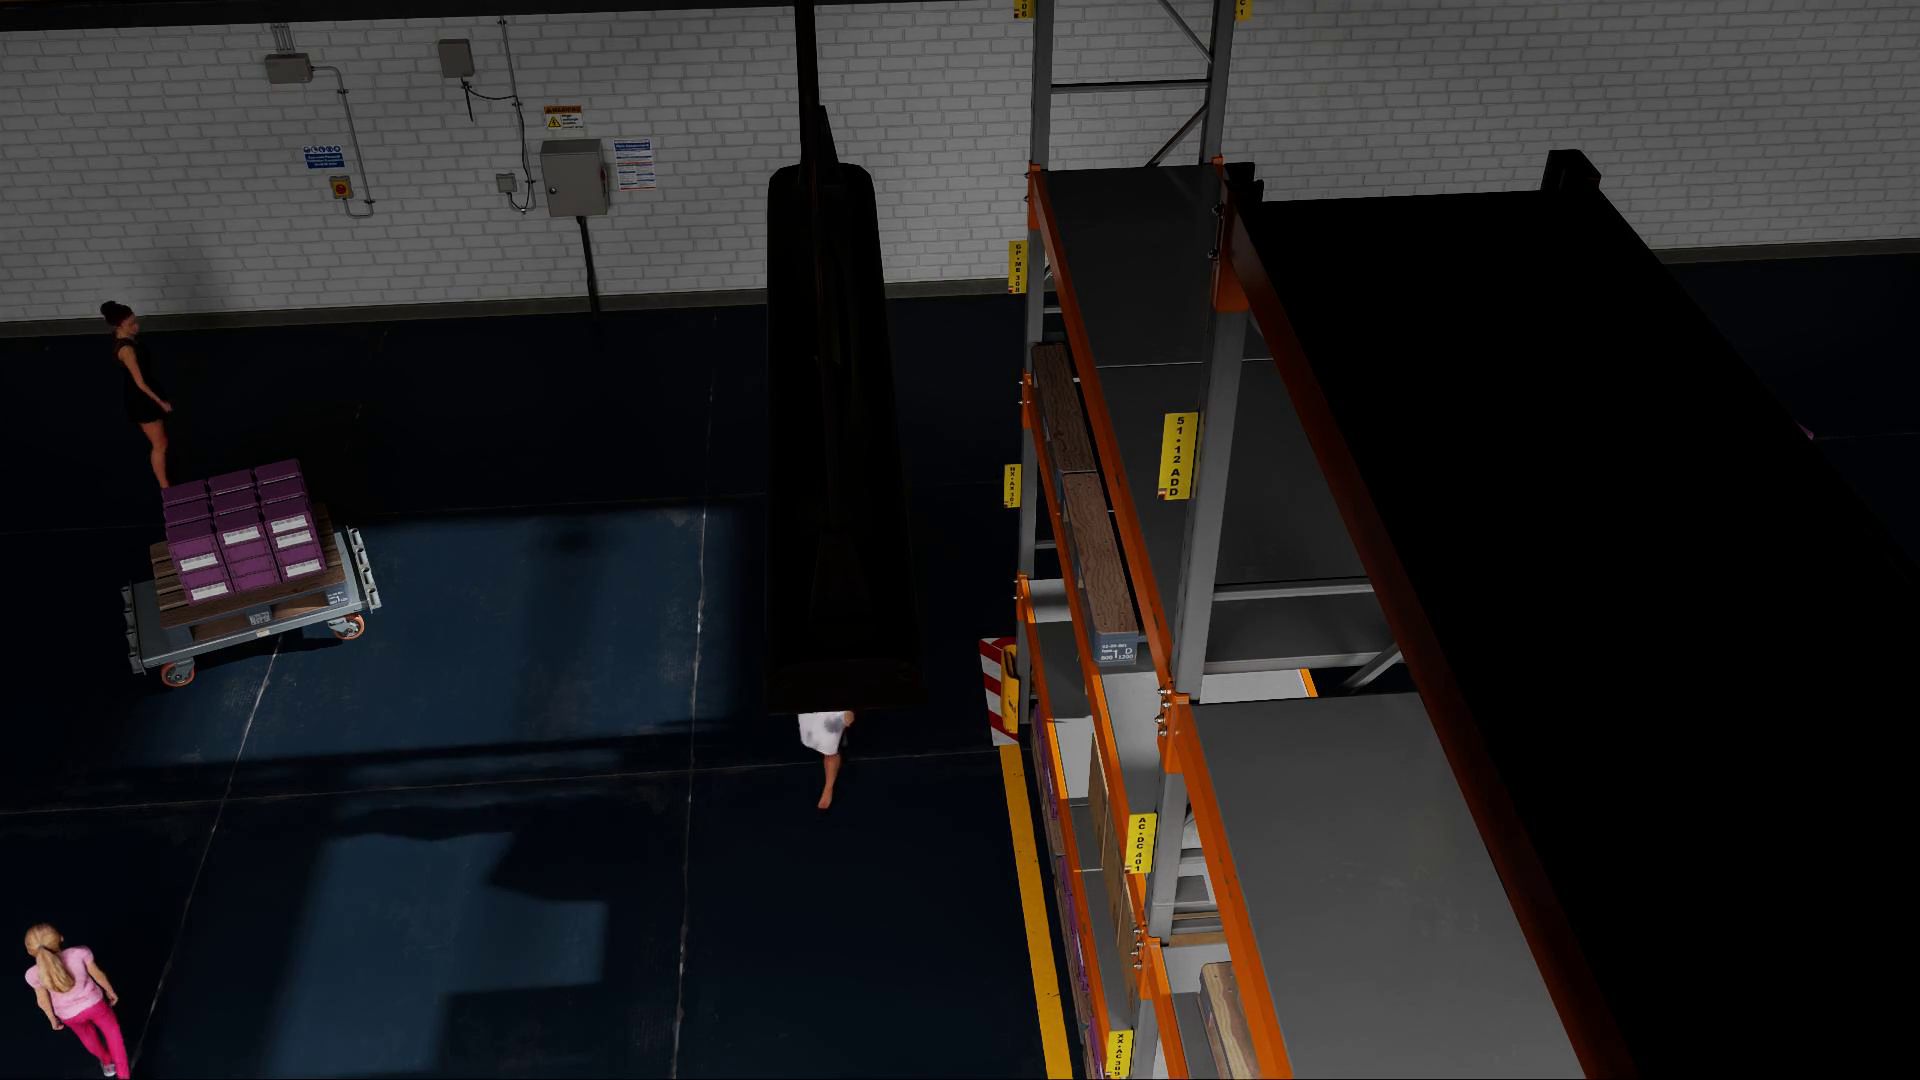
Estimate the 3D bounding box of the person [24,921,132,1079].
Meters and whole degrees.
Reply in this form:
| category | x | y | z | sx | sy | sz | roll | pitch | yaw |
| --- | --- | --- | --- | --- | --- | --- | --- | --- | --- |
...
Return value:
| category | x | y | z | sx | sy | sz | roll | pitch | yaw |
| --- | --- | --- | --- | --- | --- | --- | --- | --- | --- |
| person | -4.606 | 2.481 | 8.736 | 0.691 | 1.258 | 0.856 | -21 | 43 | -24 |

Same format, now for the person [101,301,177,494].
| category | x | y | z | sx | sy | sz | roll | pitch | yaw |
| --- | --- | --- | --- | --- | --- | --- | --- | --- | --- |
| person | -6.365 | -1.140 | 12.943 | 0.956 | 1.666 | 0.668 | -23 | 44 | -26 |
